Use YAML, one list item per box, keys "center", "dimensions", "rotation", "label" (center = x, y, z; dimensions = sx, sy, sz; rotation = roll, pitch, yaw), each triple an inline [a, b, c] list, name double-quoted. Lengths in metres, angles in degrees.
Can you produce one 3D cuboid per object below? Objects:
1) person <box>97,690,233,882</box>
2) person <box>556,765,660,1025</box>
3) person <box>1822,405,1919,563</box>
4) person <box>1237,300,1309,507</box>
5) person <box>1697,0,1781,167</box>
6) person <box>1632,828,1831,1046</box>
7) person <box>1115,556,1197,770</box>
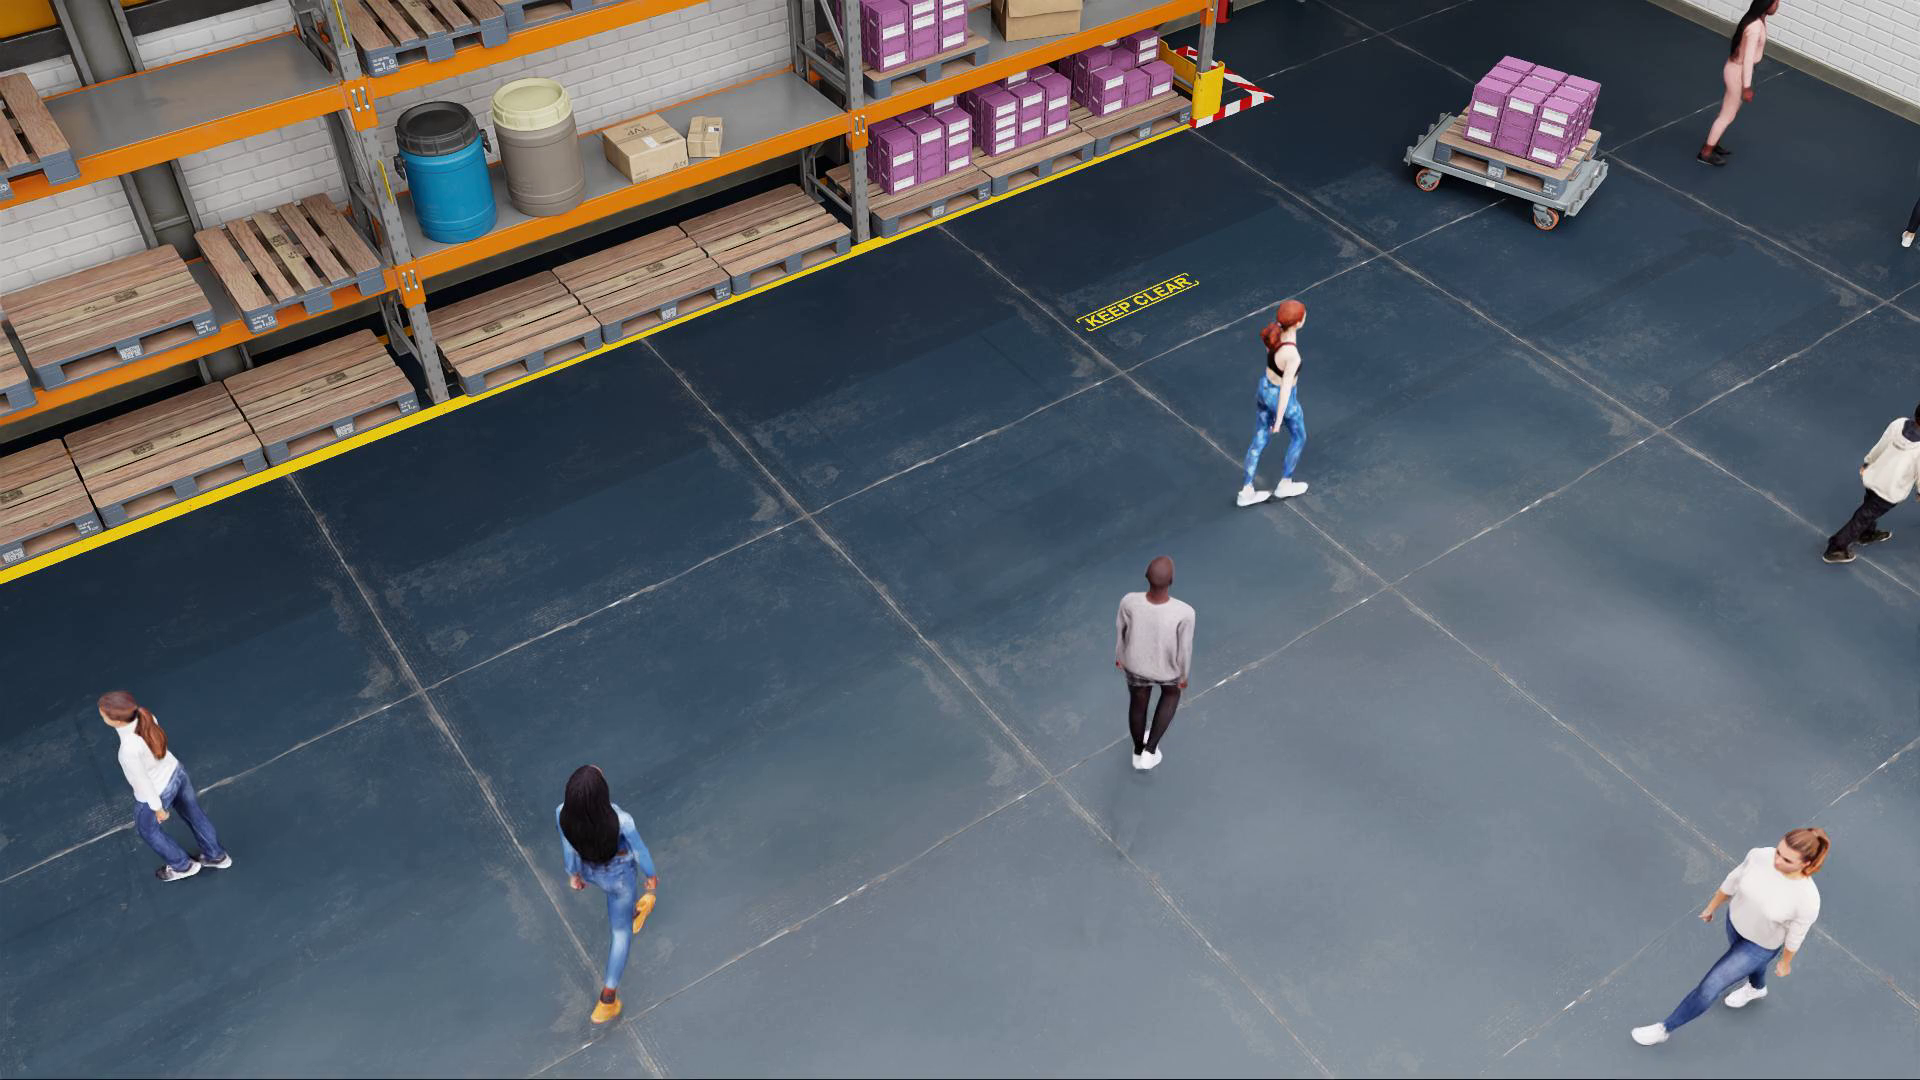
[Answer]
- center: [-4.493, 1.414, 9.539]
  dimensions: [0.756, 1.541, 0.689]
  rotation: [2, 44, 2]
  label: "person"
- center: [-1.916, 1.885, 8.949]
  dimensions: [1.122, 1.673, 1.222]
  rotation: [10, 45, 10]
  label: "person"
- center: [6.334, -0.380, 11.503]
  dimensions: [0.910, 1.429, 0.792]
  rotation: [-7, 44, -7]
  label: "person"
- center: [2.177, -0.935, 11.841]
  dimensions: [0.805, 1.766, 0.622]
  rotation: [-20, 47, -20]
  label: "person"
- center: [7.178, -4.276, 15.386]
  dimensions: [0.784, 1.714, 0.682]
  rotation: [17, 46, 17]
  label: "person"
- center: [4.234, 2.059, 8.768]
  dimensions: [1.220, 1.671, 0.866]
  rotation: [-12, 45, -12]
  label: "person"
- center: [1.139, 0.816, 10.003]
  dimensions: [0.766, 1.768, 0.812]
  rotation: [13, 45, 13]
  label: "person"
